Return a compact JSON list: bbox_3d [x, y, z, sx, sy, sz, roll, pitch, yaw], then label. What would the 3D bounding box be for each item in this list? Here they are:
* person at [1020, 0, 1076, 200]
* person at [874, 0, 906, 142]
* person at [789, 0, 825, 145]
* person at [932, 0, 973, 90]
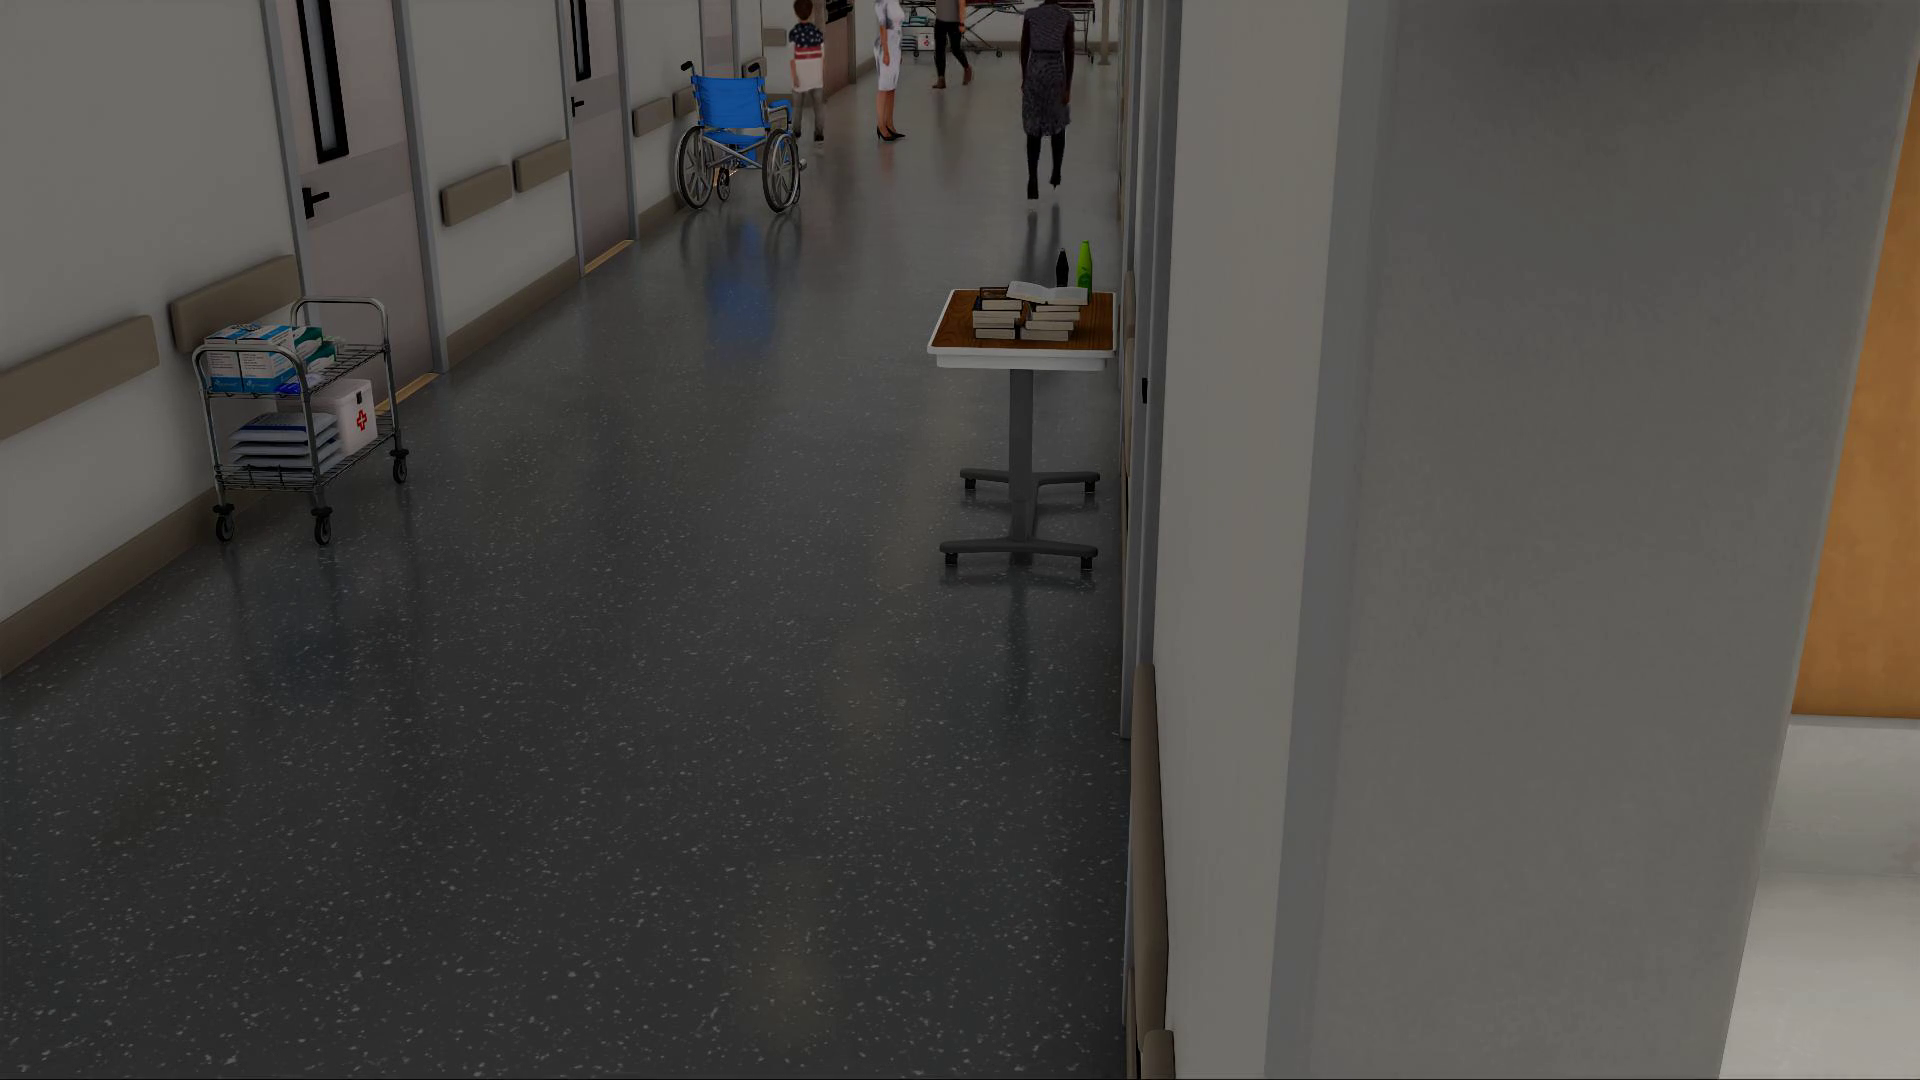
[{"bbox_3d":[0.657,-3.536,13.177,0.611,1.730,1.186,3,21,7],"label":"person"},{"bbox_3d":[-0.738,-5.003,17.021,0.667,1.752,0.518,7,22,18],"label":"person"},{"bbox_3d":[-1.492,-4.622,16.510,0.776,1.401,1.021,-6,22,-16],"label":"person"},{"bbox_3d":[-0.099,-6.803,21.845,0.897,1.701,1.115,12,24,29],"label":"person"}]
